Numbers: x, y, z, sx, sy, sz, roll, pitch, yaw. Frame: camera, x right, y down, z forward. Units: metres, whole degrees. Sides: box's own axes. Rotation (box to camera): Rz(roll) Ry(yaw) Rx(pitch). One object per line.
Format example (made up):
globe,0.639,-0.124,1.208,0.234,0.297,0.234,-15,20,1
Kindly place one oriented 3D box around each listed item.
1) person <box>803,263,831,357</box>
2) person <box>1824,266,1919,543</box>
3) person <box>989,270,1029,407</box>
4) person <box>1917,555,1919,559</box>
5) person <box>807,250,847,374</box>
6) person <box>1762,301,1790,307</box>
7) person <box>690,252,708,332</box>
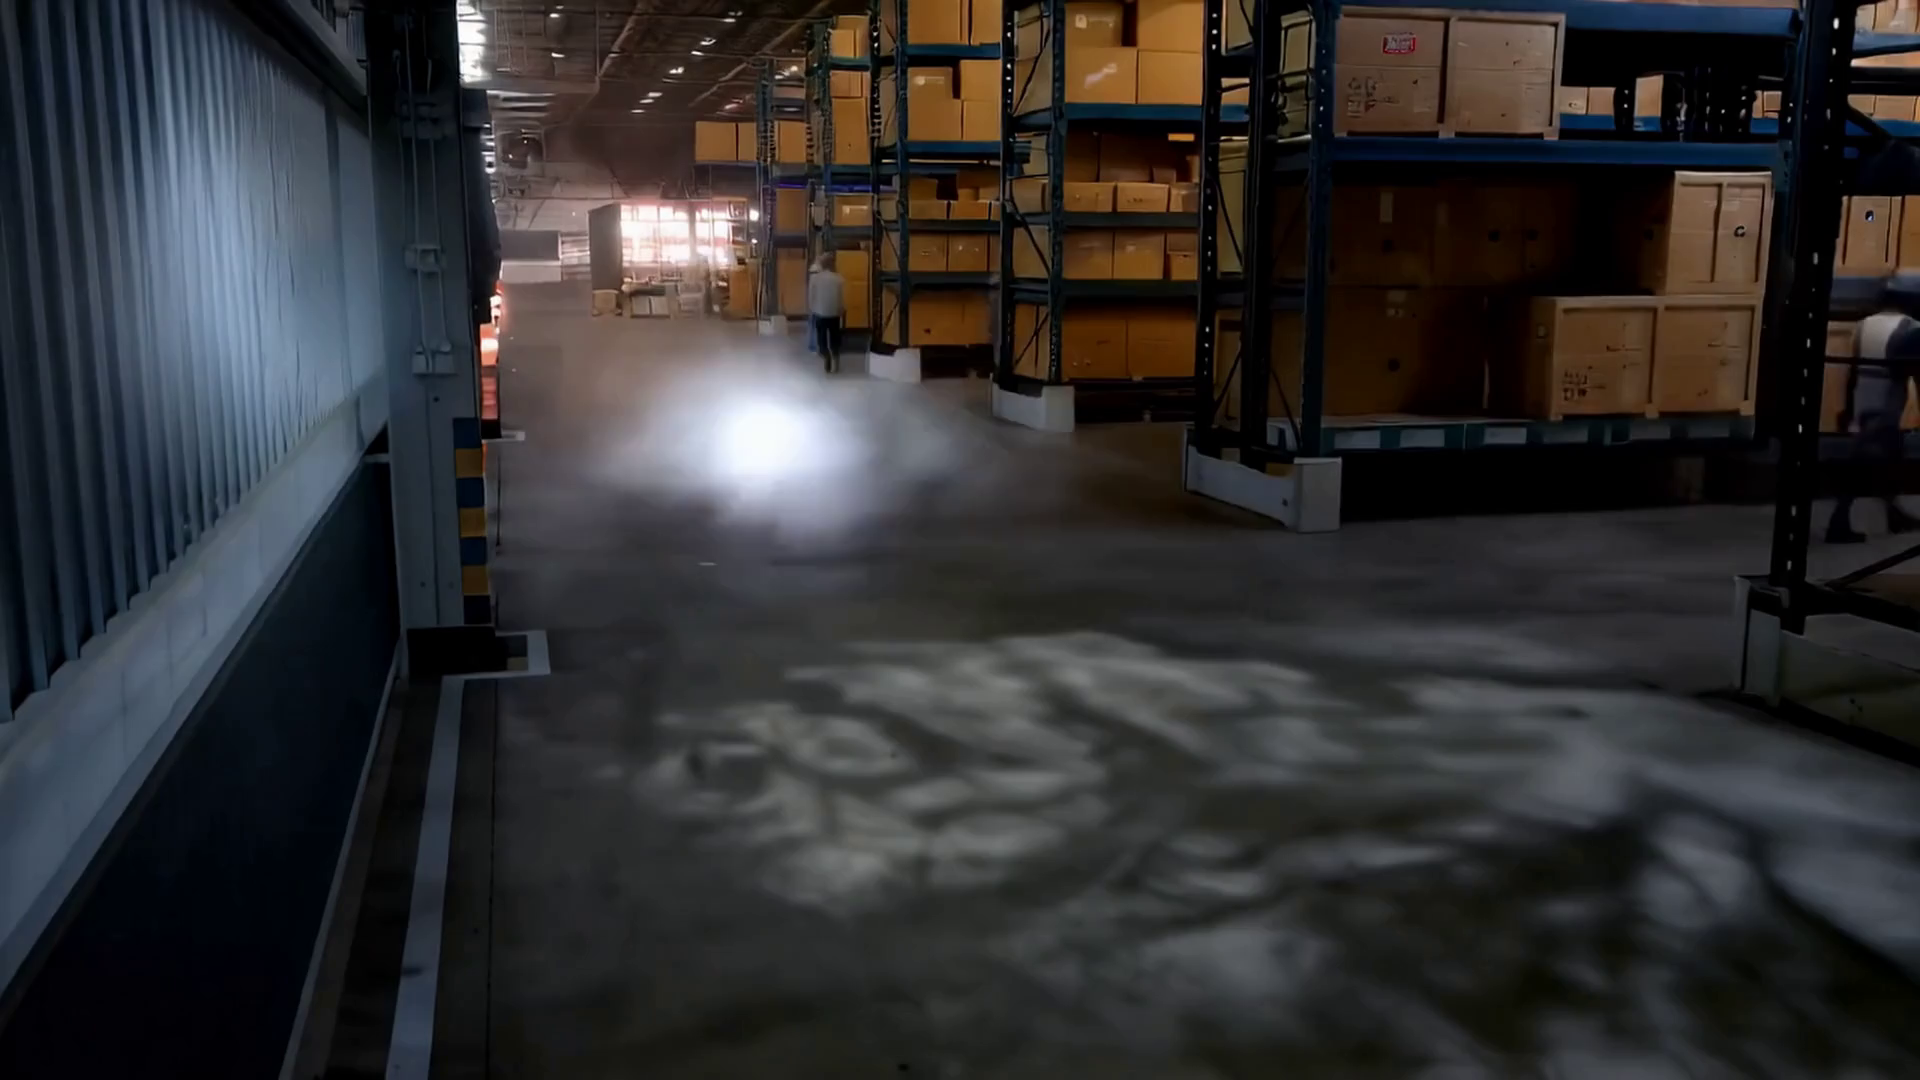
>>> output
person,-2.634,-4.221,30.576,0.498,1.714,0.570,5,11,26
person,6.384,-0.913,11.358,0.985,1.875,0.558,-2,10,-12
person,0.567,-2.522,20.934,0.481,1.724,0.502,-5,11,-27
person,6.658,-0.646,10.704,0.920,1.585,0.505,-1,10,-7
person,-2.127,-3.621,26.469,0.611,1.969,0.535,-3,10,-14
person,8.820,-2.091,17.987,0.840,1.909,0.637,-3,11,-18
person,-6.253,-5.923,39.723,0.390,1.897,0.704,-3,10,-15
